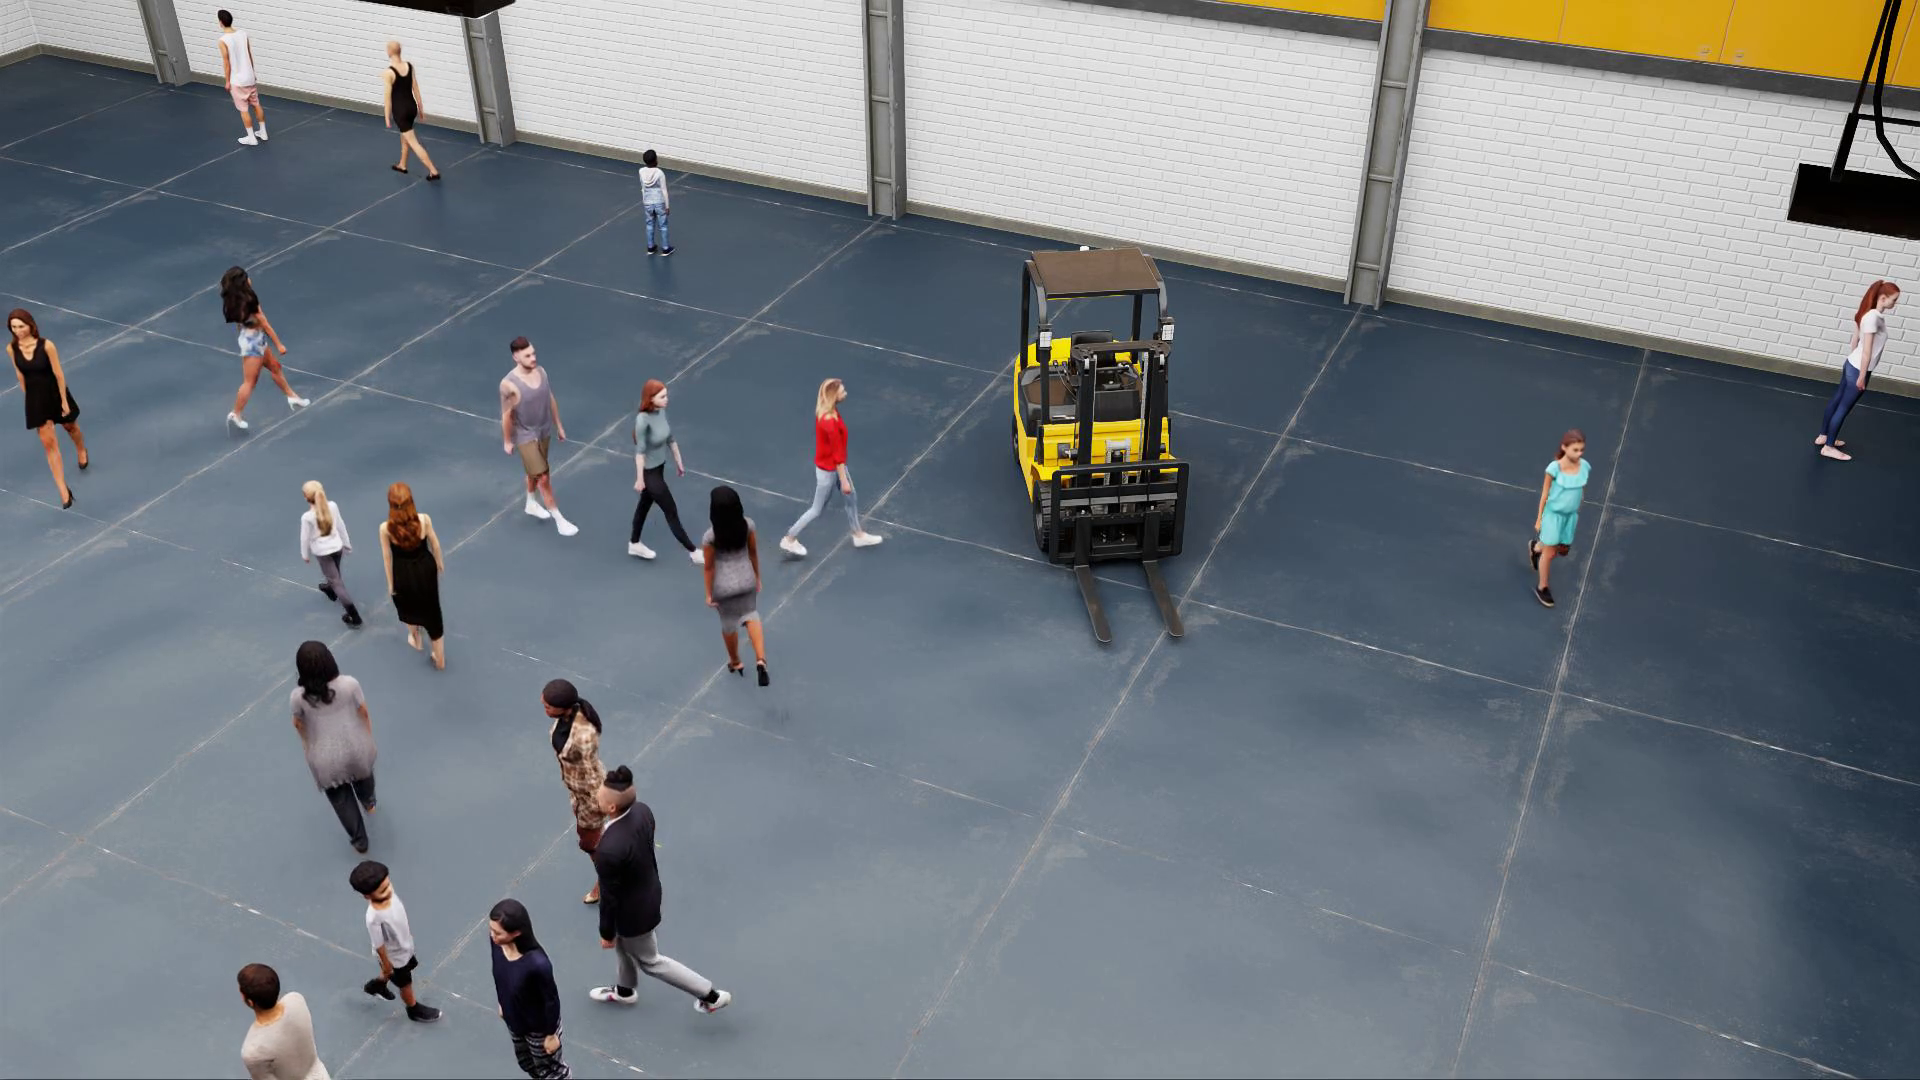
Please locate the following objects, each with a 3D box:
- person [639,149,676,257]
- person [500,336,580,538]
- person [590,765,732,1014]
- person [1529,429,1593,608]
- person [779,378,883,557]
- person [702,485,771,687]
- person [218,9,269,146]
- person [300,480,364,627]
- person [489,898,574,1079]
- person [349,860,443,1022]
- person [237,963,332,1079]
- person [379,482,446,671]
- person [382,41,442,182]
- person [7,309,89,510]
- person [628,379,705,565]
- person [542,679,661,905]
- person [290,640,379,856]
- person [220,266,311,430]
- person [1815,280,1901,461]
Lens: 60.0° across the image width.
[{"bbox_3d":[-3.566,-3.945,19.417,0.455,1.258,0.561,9,35,13],"label":"person"},{"bbox_3d":[-3.740,-0.948,14.296,1.047,1.819,0.758,21,39,28],"label":"person"},{"bbox_3d":[-1.813,2.121,9.695,1.241,1.917,0.919,7,34,10],"label":"person"},{"bbox_3d":[4.858,-0.240,13.585,0.868,1.544,0.867,-5,34,-7],"label":"person"},{"bbox_3d":[-1.161,-0.564,13.961,1.204,1.668,1.057,-6,34,-9],"label":"person"},{"bbox_3d":[-1.647,0.396,12.428,0.873,1.766,0.974,-17,37,-24],"label":"person"},{"bbox_3d":[-9.667,-6.223,22.365,0.570,1.789,0.641,16,37,23],"label":"person"},{"bbox_3d":[-5.017,0.124,13.309,0.963,1.242,0.651,24,41,32],"label":"person"},{"bbox_3d":[-2.354,2.600,9.141,0.528,1.734,0.713,23,40,30],"label":"person"},{"bbox_3d":[-3.435,2.384,9.902,0.774,1.251,0.647,1,34,1],"label":"person"},{"bbox_3d":[-3.329,2.911,8.579,1.074,1.837,0.807,8,35,12],"label":"person"},{"bbox_3d":[-4.134,0.324,12.680,0.823,1.606,0.903,-17,37,-24],"label":"person"},{"bbox_3d":[-6.994,-5.400,21.140,1.142,1.774,0.709,17,37,24],"label":"person"},{"bbox_3d":[-8.098,-1.247,14.894,1.128,1.772,1.098,-7,34,-10],"label":"person"},{"bbox_3d":[-2.646,-0.567,13.935,1.105,1.702,0.709,10,35,15],"label":"person"},{"bbox_3d":[-2.291,1.589,10.632,0.929,1.767,0.886,-18,38,-25],"label":"person"},{"bbox_3d":[-4.119,1.422,11.050,0.887,1.581,0.986,-18,38,-25],"label":"person"},{"bbox_3d":[-6.803,-1.775,15.870,0.901,1.570,1.077,-27,42,-34],"label":"person"},{"bbox_3d":[8.317,-1.594,15.442,0.568,1.742,0.599,9,35,13],"label":"person"}]
